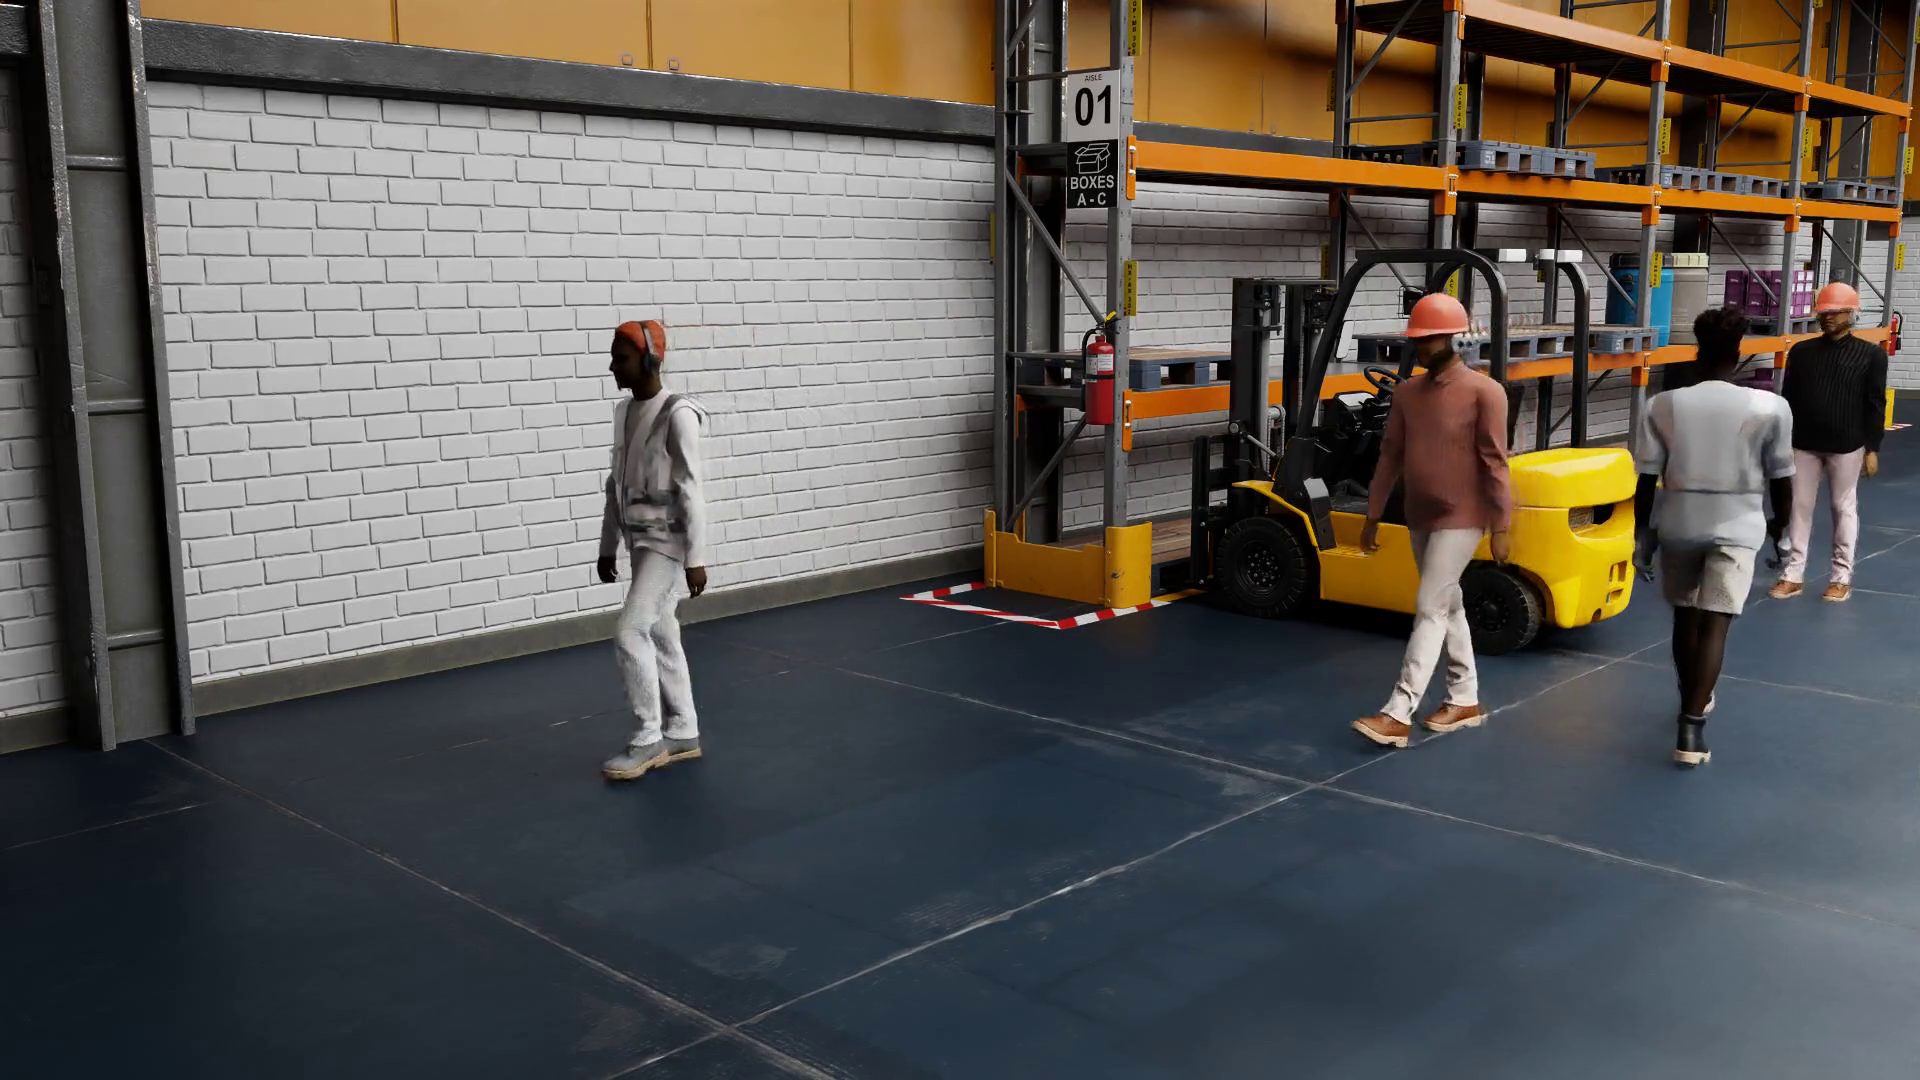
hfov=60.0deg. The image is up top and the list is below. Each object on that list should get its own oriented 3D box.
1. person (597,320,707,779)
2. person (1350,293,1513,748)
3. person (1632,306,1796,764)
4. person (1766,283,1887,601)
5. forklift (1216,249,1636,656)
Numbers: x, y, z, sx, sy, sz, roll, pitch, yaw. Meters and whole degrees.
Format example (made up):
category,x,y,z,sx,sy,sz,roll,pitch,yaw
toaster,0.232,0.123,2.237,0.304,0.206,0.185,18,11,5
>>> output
category,x,y,z,sx,sy,sz,roll,pitch,yaw
person,-1.334,0.043,6.784,0.655,1.860,0.599,-7,11,-35
person,1.987,-0.081,7.259,0.938,1.953,0.663,-5,10,-26
person,3.238,-0.039,7.170,0.608,1.916,1.020,7,12,38
person,5.409,-0.595,10.380,0.539,1.987,0.637,-8,12,-42
forklift,2.710,-0.584,9.626,2.313,2.155,1.214,9,13,43
